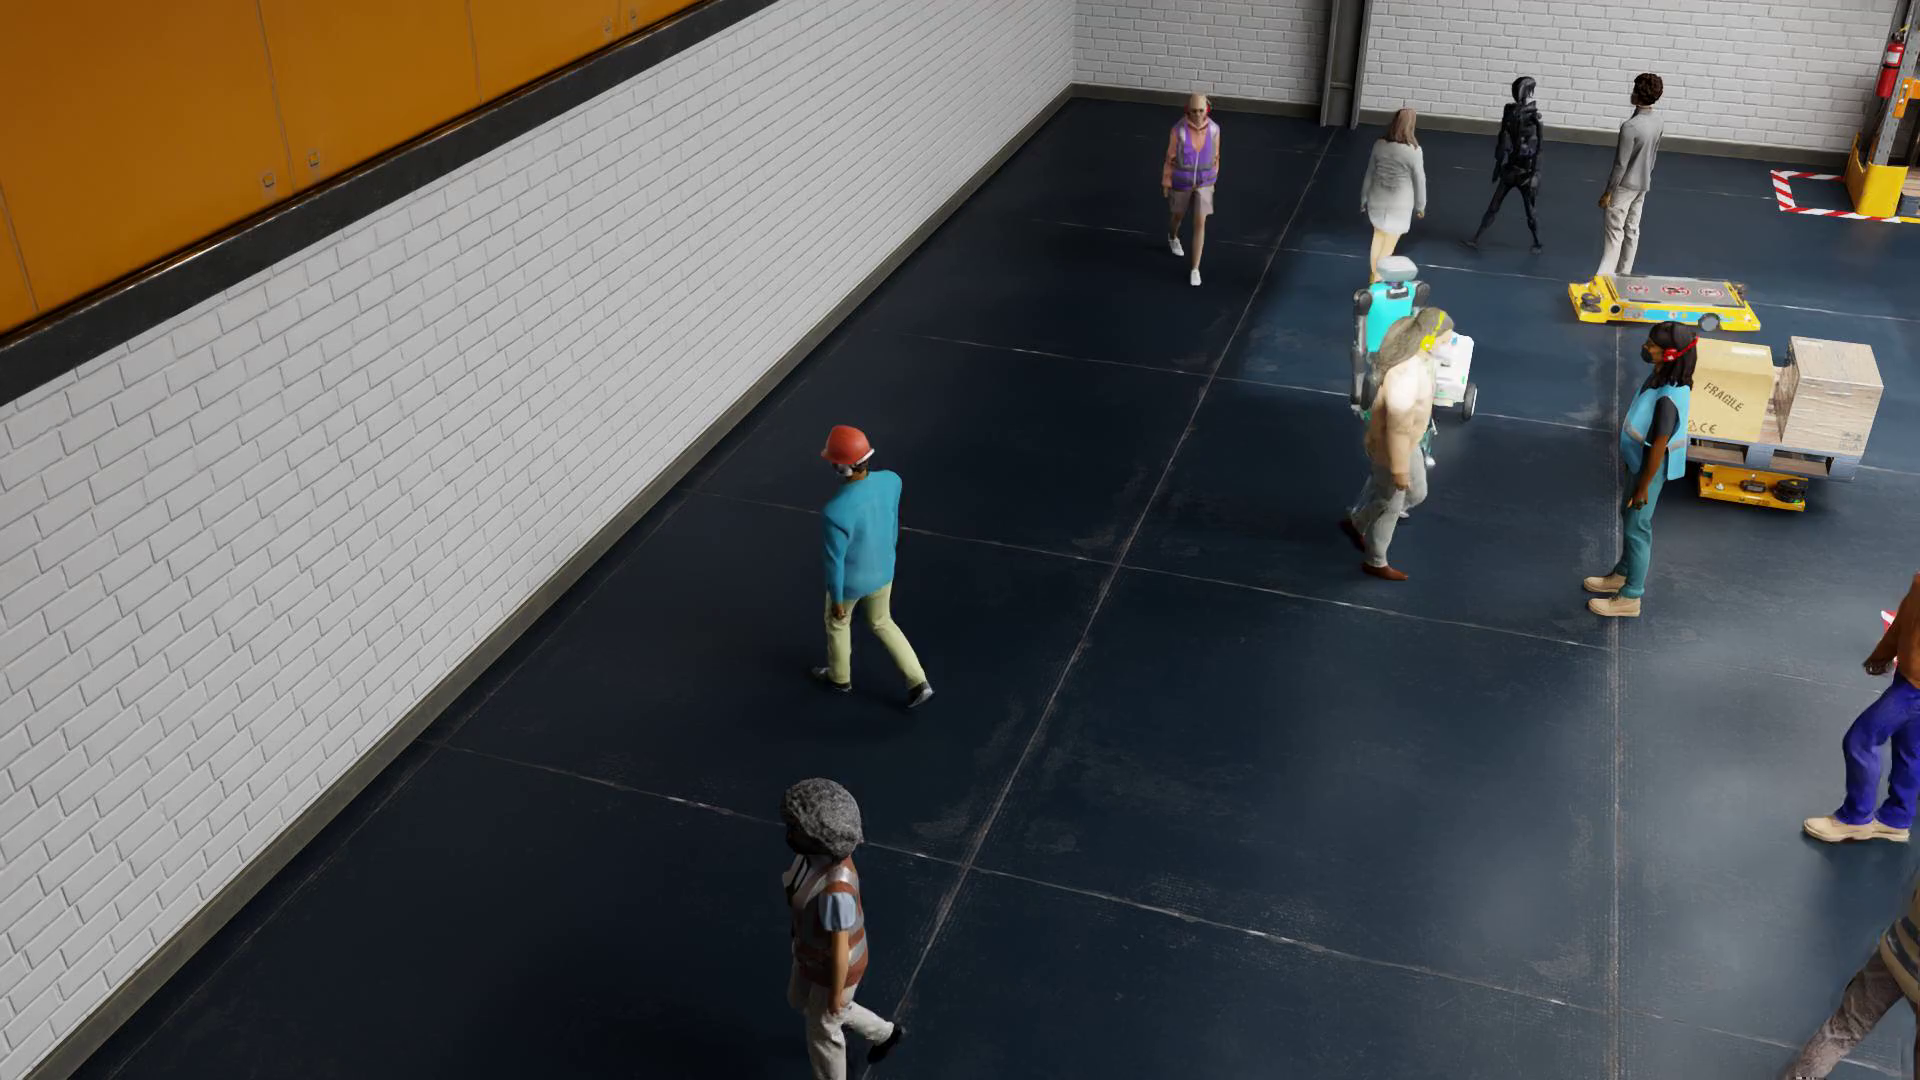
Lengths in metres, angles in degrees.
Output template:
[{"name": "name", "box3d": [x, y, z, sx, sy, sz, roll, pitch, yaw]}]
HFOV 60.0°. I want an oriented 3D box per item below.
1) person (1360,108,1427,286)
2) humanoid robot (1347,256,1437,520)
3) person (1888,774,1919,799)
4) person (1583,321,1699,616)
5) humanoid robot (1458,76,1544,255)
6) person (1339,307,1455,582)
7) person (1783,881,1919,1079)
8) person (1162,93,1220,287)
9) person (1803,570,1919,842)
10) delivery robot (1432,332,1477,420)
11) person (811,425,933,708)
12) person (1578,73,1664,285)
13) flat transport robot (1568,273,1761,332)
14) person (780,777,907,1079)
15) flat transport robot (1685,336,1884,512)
[{"name": "person", "box3d": [3.712, -2.868, 14.140, 0.533, 1.636, 0.669, 22, 37, 32]}, {"name": "humanoid robot", "box3d": [2.830, -0.879, 10.691, 0.530, 1.791, 0.759, -10, 32, -17]}, {"name": "person", "box3d": [5.053, 0.521, 8.263, 0.532, 1.765, 0.329, -13, 33, -20]}, {"name": "person", "box3d": [4.032, -0.413, 9.765, 0.389, 1.860, 0.509, 9, 32, 14]}, {"name": "humanoid robot", "box3d": [5.027, -3.357, 15.000, 0.795, 1.623, 0.608, -12, 33, -20]}, {"name": "person", "box3d": [2.636, -0.566, 10.025, 0.469, 1.851, 0.595, 14, 33, 22]}, {"name": "person", "box3d": [3.684, 1.664, 6.373, 0.934, 1.704, 0.518, -7, 31, -11]}, {"name": "person", "box3d": [2.015, -3.160, 14.642, 0.491, 1.641, 0.912, 0, 30, -1]}, {"name": "person", "box3d": [4.466, 0.616, 7.908, 0.666, 1.960, 0.528, 8, 31, 14]}, {"name": "delivery robot", "box3d": [3.650, -1.285, 12.501, 0.499, 0.566, 0.739, 10, 32, 16]}, {"name": "person", "box3d": [-0.512, 0.161, 8.918, 0.571, 1.713, 0.734, -26, 39, -37]}, {"name": "person", "box3d": [5.686, -3.008, 14.136, 0.532, 1.899, 0.395, -19, 35, -29]}, {"name": "flat transport robot", "box3d": [5.934, -2.006, 14.038, 1.431, 0.231, 0.659, 5, 31, 8]}, {"name": "person", "box3d": [-0.482, 1.605, 6.502, 0.457, 1.669, 0.457, -9, 32, -15]}, {"name": "flat transport robot", "box3d": [5.544, -0.640, 11.714, 0.659, 0.231, 1.431, 10, 32, 16]}]
